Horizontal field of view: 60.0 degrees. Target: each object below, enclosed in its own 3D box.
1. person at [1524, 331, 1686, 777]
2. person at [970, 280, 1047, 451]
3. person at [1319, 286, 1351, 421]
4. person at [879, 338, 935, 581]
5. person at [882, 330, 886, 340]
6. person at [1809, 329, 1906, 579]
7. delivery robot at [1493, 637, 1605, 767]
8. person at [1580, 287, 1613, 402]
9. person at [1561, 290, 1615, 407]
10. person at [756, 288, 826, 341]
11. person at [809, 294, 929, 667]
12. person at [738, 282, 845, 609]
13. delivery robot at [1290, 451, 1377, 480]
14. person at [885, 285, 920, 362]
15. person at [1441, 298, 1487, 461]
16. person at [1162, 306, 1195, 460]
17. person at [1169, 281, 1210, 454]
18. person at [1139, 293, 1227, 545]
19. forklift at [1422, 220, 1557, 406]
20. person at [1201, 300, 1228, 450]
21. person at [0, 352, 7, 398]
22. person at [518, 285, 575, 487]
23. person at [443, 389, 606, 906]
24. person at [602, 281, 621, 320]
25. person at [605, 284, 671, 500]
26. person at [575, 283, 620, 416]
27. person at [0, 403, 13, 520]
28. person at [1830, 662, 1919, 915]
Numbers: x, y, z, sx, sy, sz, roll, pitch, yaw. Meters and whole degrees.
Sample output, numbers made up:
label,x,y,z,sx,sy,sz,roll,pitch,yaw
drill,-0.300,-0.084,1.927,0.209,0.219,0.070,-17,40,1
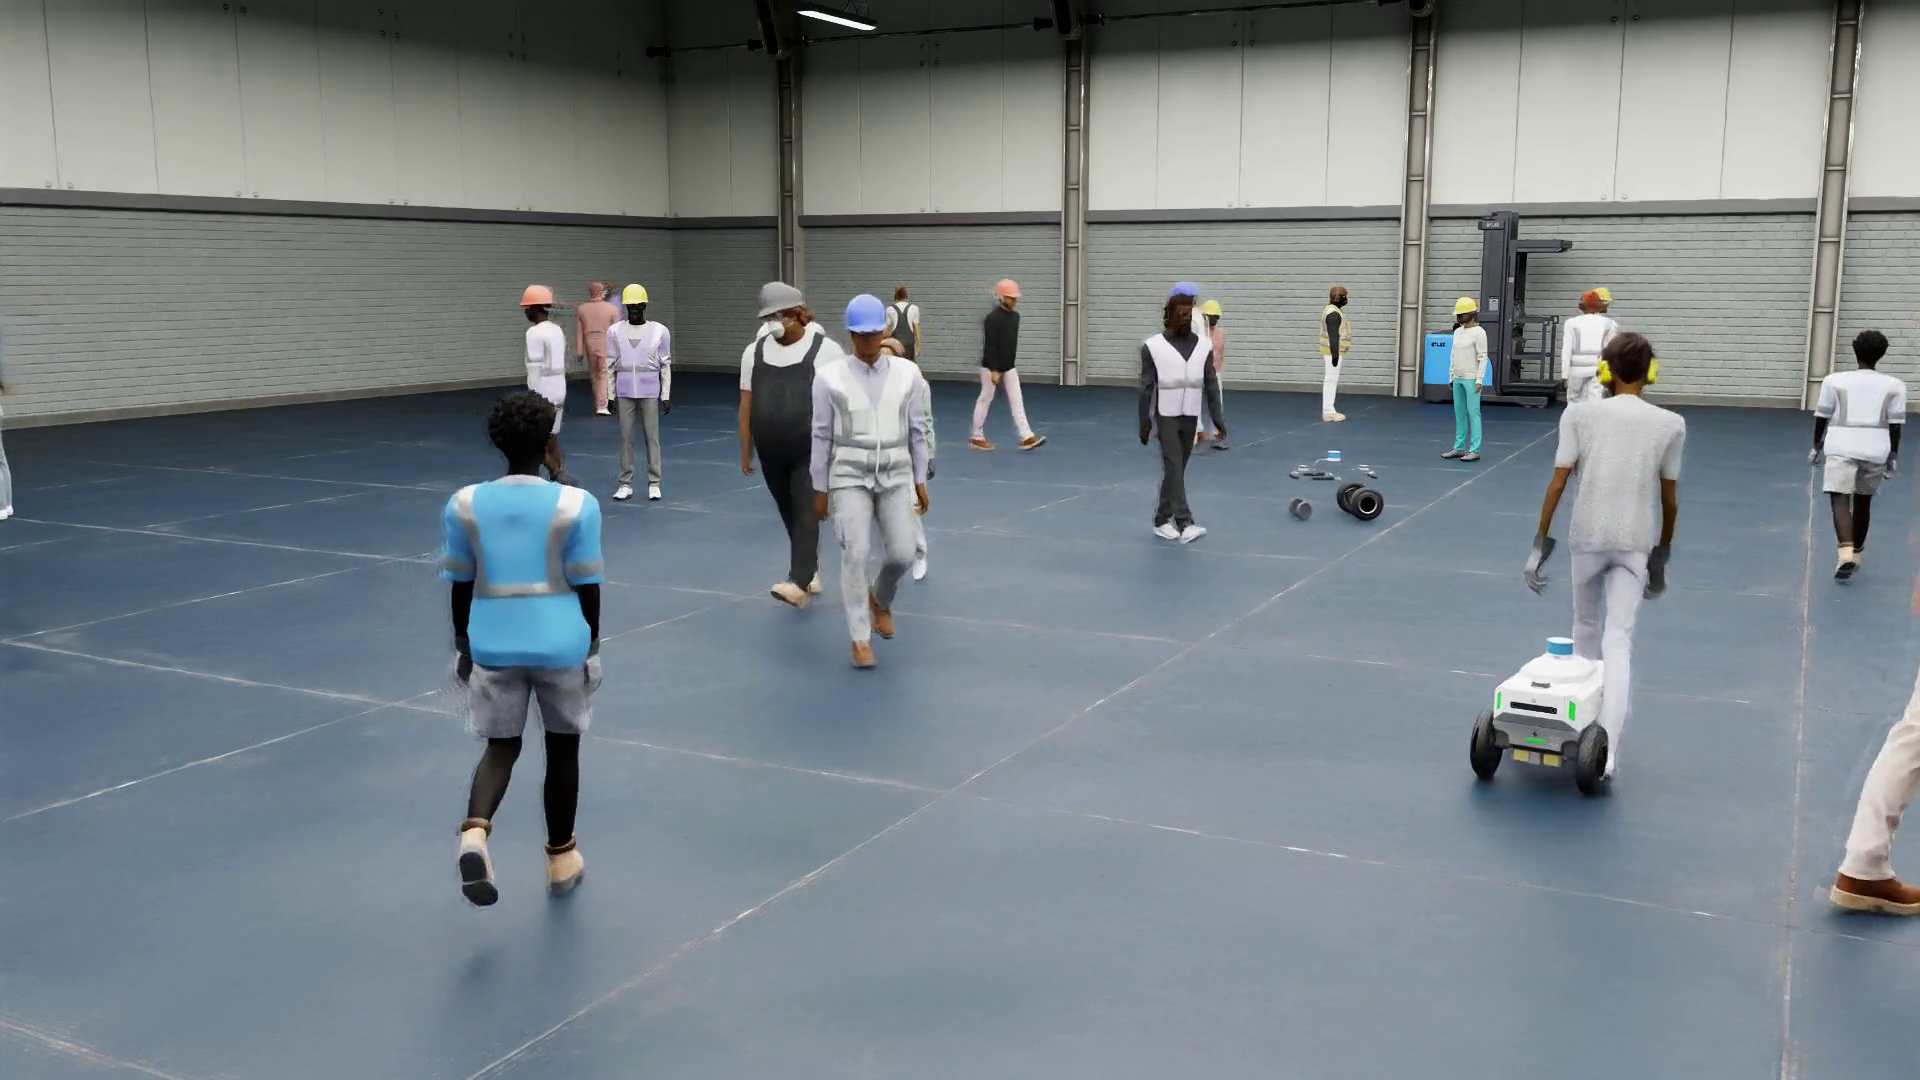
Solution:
label,x,y,z,sx,sy,sz,roll,pitch,yaw
person,2.663,0.042,6.916,0.588,1.814,0.987,4,10,21
person,0.512,-1.957,18.813,1.056,1.935,0.643,8,12,41
person,5.158,-2.564,22.884,0.429,1.838,0.629,2,9,11
person,-0.425,-0.523,10.963,0.522,1.610,0.431,2,9,13
person,-0.739,-1.159,14.951,0.511,1.605,0.827,-2,9,-10
person,6.042,-0.583,11.180,0.535,1.662,0.833,2,10,15
delivery robot,2.462,0.645,6.849,0.477,0.478,0.707,6,11,34
person,8.542,-2.481,22.384,0.597,1.826,0.403,-9,13,-44
person,7.045,-1.876,18.649,0.596,1.838,0.991,1,9,5
person,-1.515,-1.330,15.085,0.668,1.894,0.445,0,9,-2
person,-0.486,-0.318,8.710,0.628,1.929,0.549,-3,10,-16
person,-1.039,-0.604,10.273,0.703,2.000,1.011,3,10,16
delivery robot,3.129,-0.631,13.922,0.698,0.223,0.335,0,9,-2
person,-0.884,-2.947,25.238,0.545,1.826,0.716,-1,9,-4
person,5.469,-1.740,18.024,0.334,1.757,0.533,-3,10,-20
person,2.314,-1.684,17.893,0.387,1.690,0.533,5,10,26
person,2.546,-1.936,18.693,0.450,1.927,0.620,4,10,21
person,1.695,-0.902,12.510,0.596,1.874,0.971,-4,10,-24
forklift,8.245,-3.527,25.720,1.873,2.768,1.129,5,10,27
person,2.798,-1.935,19.347,0.543,1.721,0.812,-4,10,-25
person,-10.007,-1.588,16.648,0.975,1.893,0.655,3,10,20
person,-3.615,-1.242,14.430,0.415,1.924,0.575,2,9,13
person,-1.399,0.361,5.323,0.533,1.681,0.603,1,9,4
person,-6.176,-3.634,29.377,0.397,1.874,0.763,-2,9,-9
person,-2.889,-1.327,14.946,0.586,1.928,0.369,0,9,0
person,-5.137,-2.732,23.807,0.666,1.899,0.635,2,9,13
person,-8.056,-0.980,13.715,0.283,1.631,0.503,-2,9,-14
person,3.309,0.250,5.206,1.060,1.935,0.613,-1,9,-5
